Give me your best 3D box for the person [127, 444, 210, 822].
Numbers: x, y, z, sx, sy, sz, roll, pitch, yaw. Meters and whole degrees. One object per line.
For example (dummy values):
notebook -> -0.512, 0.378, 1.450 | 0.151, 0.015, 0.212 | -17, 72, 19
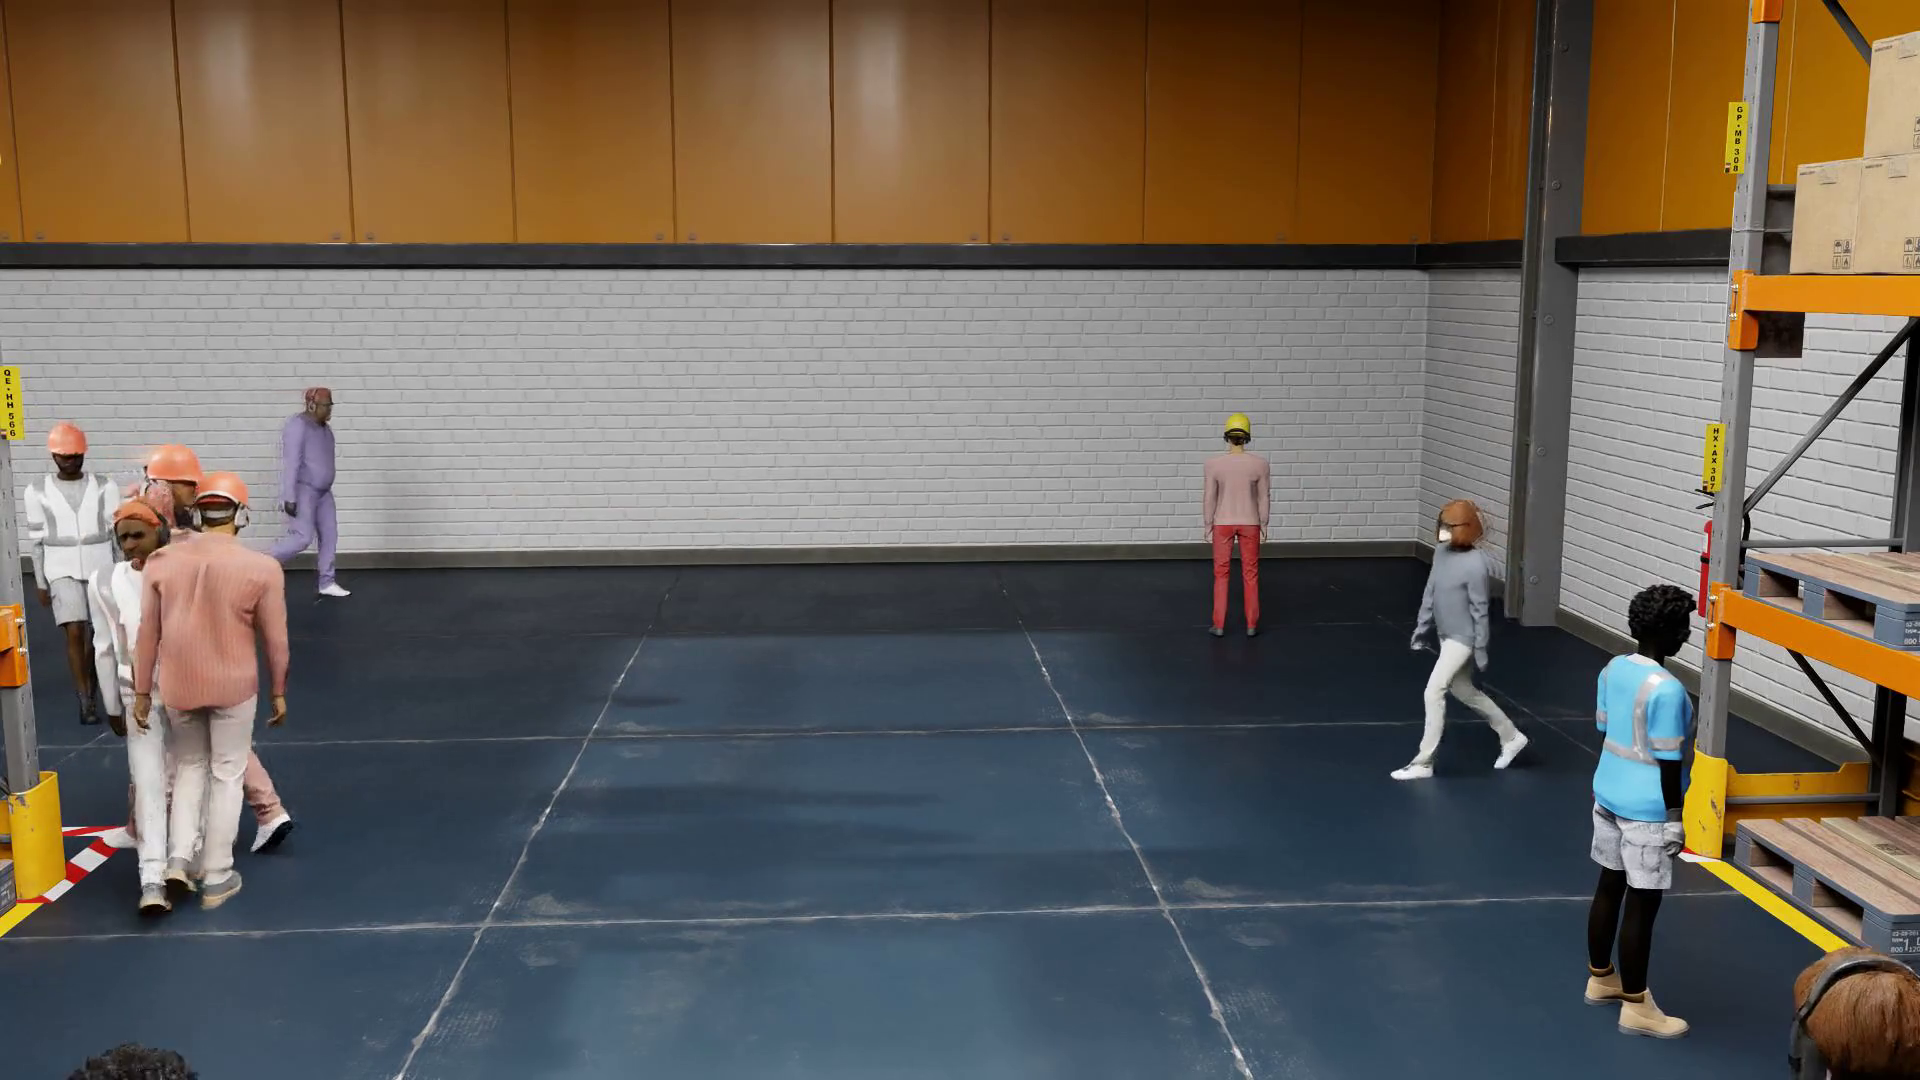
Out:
person -> -4.028, 0.494, 8.560 | 0.430, 1.979, 0.637 | 1, 9, 9

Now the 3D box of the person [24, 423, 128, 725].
person -> -5.677, 0.185, 10.721 | 0.552, 1.913, 0.828 | -6, 11, -34

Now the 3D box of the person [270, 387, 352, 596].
person -> -5.797, -0.417, 14.611 | 0.730, 1.871, 0.672 | 2, 9, 11

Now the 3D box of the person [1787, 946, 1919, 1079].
person -> 1.439, 1.525, 2.677 | 0.631, 1.802, 0.928 | 3, 10, 20

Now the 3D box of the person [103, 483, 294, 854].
person -> -3.747, 0.633, 8.059 | 0.989, 1.860, 0.643 | 3, 9, 18

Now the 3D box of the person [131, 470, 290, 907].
person -> -3.356, 0.668, 7.523 | 0.647, 1.957, 0.478 | -1, 9, -5

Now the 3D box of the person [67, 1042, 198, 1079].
person -> -1.216, 1.601, 2.624 | 0.541, 1.654, 0.882 | -4, 10, -26

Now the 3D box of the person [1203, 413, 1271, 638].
person -> 2.157, -0.109, 13.005 | 0.524, 1.769, 0.308 | 1, 9, 4

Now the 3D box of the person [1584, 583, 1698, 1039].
person -> 2.569, 1.001, 6.259 | 0.321, 1.692, 0.530 | -1, 9, -4

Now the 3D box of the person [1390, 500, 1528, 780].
person -> 2.857, 0.555, 9.350 | 0.798, 1.599, 0.503 | -1, 9, -7

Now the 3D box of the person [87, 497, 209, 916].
person -> -3.571, 0.733, 7.467 | 0.589, 1.831, 0.998 | -4, 10, -21
